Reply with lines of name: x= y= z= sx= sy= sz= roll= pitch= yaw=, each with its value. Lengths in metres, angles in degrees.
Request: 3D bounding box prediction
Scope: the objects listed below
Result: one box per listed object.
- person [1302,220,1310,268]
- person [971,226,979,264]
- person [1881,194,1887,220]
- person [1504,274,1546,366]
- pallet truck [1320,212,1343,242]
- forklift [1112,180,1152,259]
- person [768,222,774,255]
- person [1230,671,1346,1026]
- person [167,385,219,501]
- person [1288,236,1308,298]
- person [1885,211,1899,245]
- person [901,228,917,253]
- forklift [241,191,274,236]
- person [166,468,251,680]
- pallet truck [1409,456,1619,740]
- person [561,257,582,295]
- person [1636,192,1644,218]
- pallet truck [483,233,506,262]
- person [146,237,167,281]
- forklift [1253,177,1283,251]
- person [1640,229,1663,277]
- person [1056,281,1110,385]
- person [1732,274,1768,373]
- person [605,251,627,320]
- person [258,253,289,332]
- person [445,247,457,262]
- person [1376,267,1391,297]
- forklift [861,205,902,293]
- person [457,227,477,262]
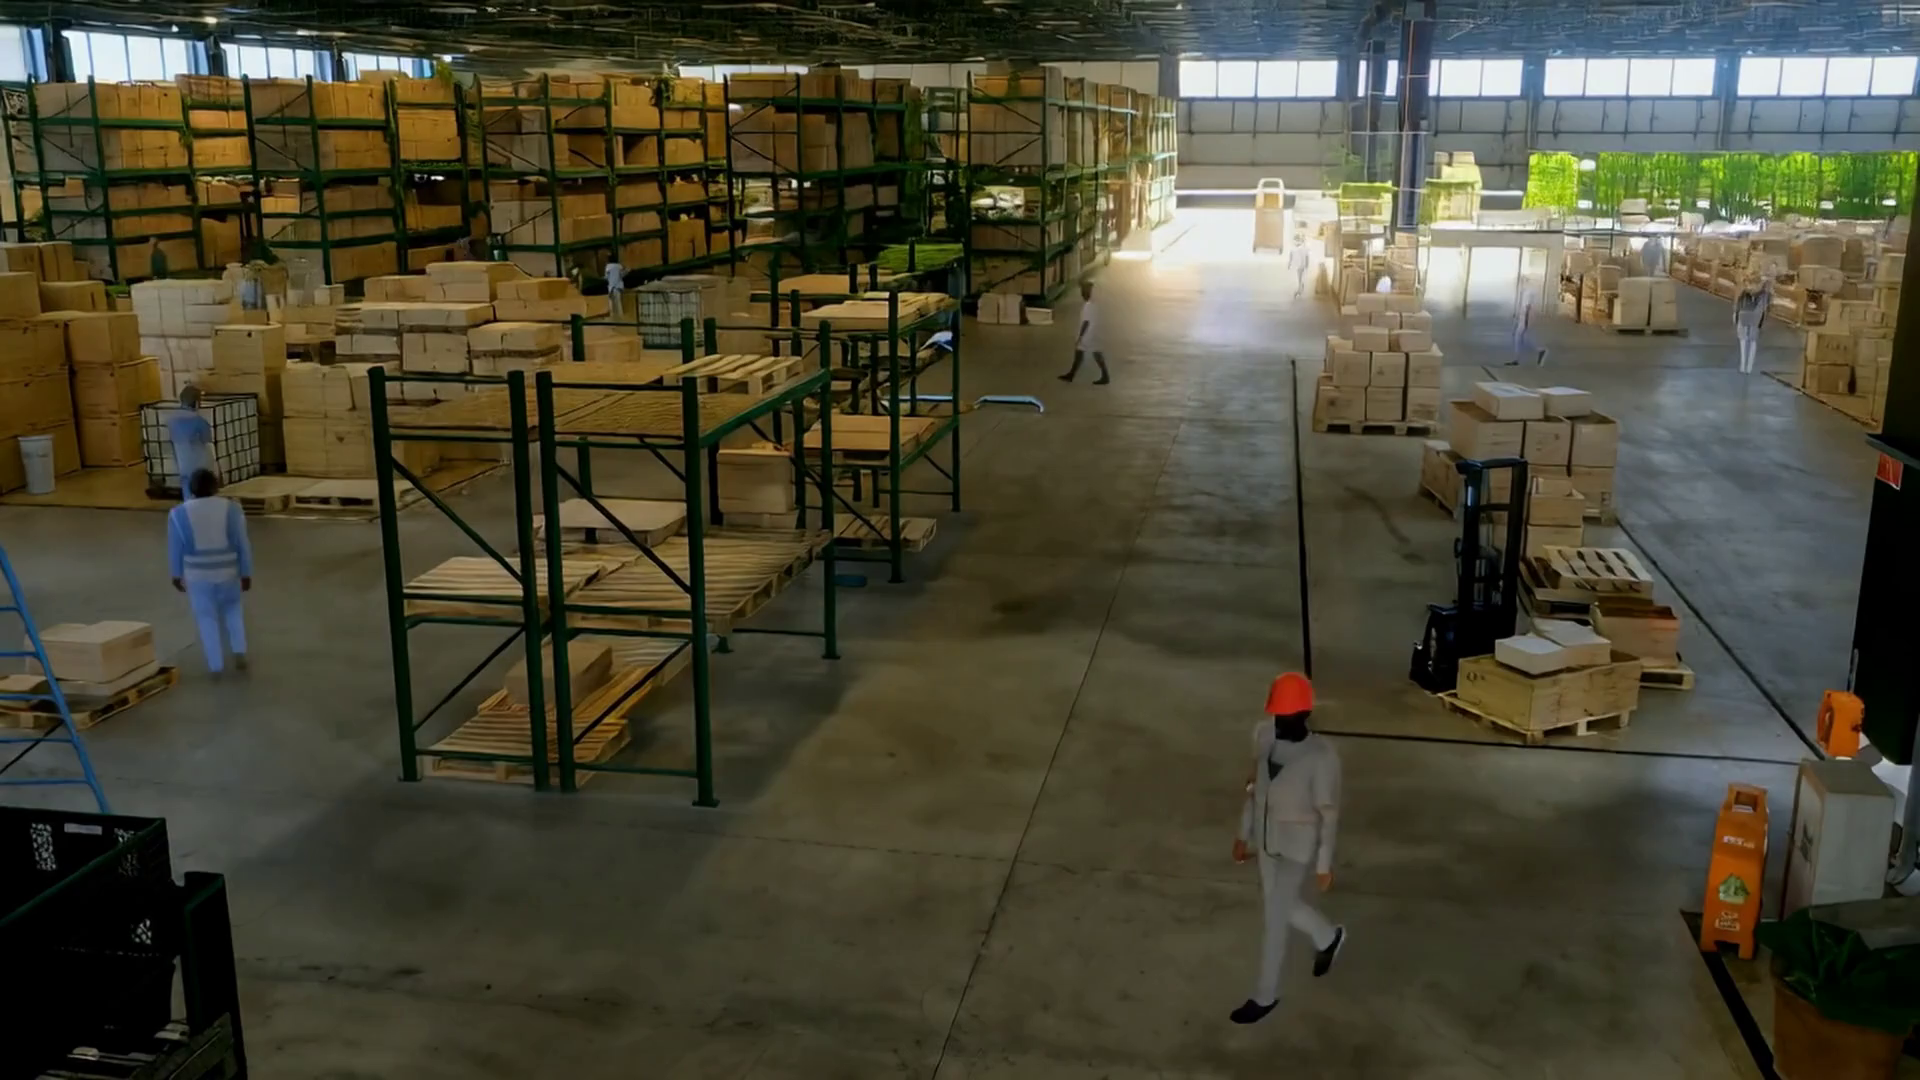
person: x=11.798 y=-10.140 z=56.970 sx=0.392 sy=1.620 sz=0.500 roll=4 pitch=15 yaw=17
person: x=0.490 y=-10.489 z=57.512 sx=0.383 sy=2.045 sz=0.605 roll=-5 pitch=15 yaw=-19
person: x=43.560 y=-15.573 z=78.286 sx=0.439 sy=1.980 sz=0.621 roll=9 pitch=16 yaw=32
person: x=11.282 y=-4.368 z=33.063 sx=0.698 sy=1.851 sz=0.528 roll=5 pitch=15 yaw=20
pallet truck: x=15.874 y=-13.227 z=70.310 sx=0.680 sy=1.201 sz=1.601 roll=10 pitch=17 yaw=35
forklift: x=6.082 y=-11.722 z=60.796 sx=1.873 sy=2.768 sz=1.129 roll=2 pitch=14 yaw=9
person: x=-7.031 y=-11.630 z=63.014 sx=0.514 sy=1.622 sz=0.377 roll=-8 pitch=16 yaw=-29
person: x=1.782 y=1.576 z=8.820 sx=0.846 sy=1.900 sz=0.588 roll=-8 pitch=16 yaw=-28
person: x=-8.273 y=-0.711 z=18.032 sx=0.635 sy=1.935 sz=0.351 roll=8 pitch=16 yaw=29
person: x=9.438 y=-7.607 z=46.430 sx=0.528 sy=1.746 sz=0.713 roll=2 pitch=14 yaw=6
person: x=33.110 y=-10.790 z=59.200 sx=1.054 sy=1.816 sz=0.656 roll=2 pitch=14 yaw=9
person: x=-1.584 y=-8.826 z=51.574 sx=0.570 sy=1.647 sz=0.883 roll=-1 pitch=14 yaw=-5
forklift: x=-21.001 y=-9.087 z=50.095 sx=1.129 sy=2.768 sz=1.873 roll=-4 pitch=14 yaw=-14
person: x=-6.423 y=0.280 z=14.256 sx=0.630 sy=1.827 sz=0.524 roll=-8 pitch=16 yaw=-29
pallet truck: x=4.504 y=0.400 z=13.395 sx=0.823 sy=1.965 sz=1.885 roll=-6 pitch=15 yaw=-23
person: x=-9.396 y=-6.031 z=40.259 sx=0.524 sy=1.630 sz=0.324 roll=1 pitch=14 yaw=3
person: x=33.195 y=-16.242 z=81.420 sx=0.952 sy=1.785 sz=0.582 roll=3 pitch=14 yaw=14
pallet truck: x=-11.832 y=-7.026 z=43.548 sx=1.885 sy=1.965 sz=0.823 roll=8 pitch=16 yaw=28
person: x=-20.615 y=-6.756 z=42.533 sx=0.999 sy=1.948 sz=0.656 roll=0 pitch=14 yaw=2
forklift: x=12.083 y=-12.747 z=64.956 sx=1.129 sy=2.768 sz=1.873 roll=3 pitch=14 yaw=10
person: x=20.308 y=-8.242 z=48.899 sx=0.628 sy=1.791 sz=0.876 roll=3 pitch=14 yaw=12
person: x=2.303 y=-3.787 z=30.564 sx=1.013 sy=1.910 sz=0.628 roll=1 pitch=14 yaw=3
person: x=15.263 y=-4.180 z=32.199 sx=0.550 sy=1.903 sz=0.893 roll=8 pitch=16 yaw=31
person: x=-8.534 y=-6.323 z=41.306 sx=0.540 sy=1.697 sz=0.317 roll=-2 pitch=14 yaw=-8
person: x=-15.436 y=-5.489 z=37.451 sx=0.632 sy=1.932 sz=0.366 roll=-11 pitch=17 yaw=-37
person: x=-12.163 y=-6.025 z=39.675 sx=0.592 sy=1.905 sz=0.615 roll=0 pitch=14 yaw=-1
person: x=9.578 y=-5.360 z=37.551 sx=0.568 sy=1.622 sz=0.532 roll=-3 pitch=14 yaw=-12
forklift: x=-1.940 y=-6.845 z=40.994 sx=1.129 sy=2.768 sz=1.873 roll=3 pitch=14 yaw=10
person: x=-14.672 y=-8.435 z=49.637 sx=0.656 sy=1.821 sz=0.586 roll=6 pitch=15 yaw=23
